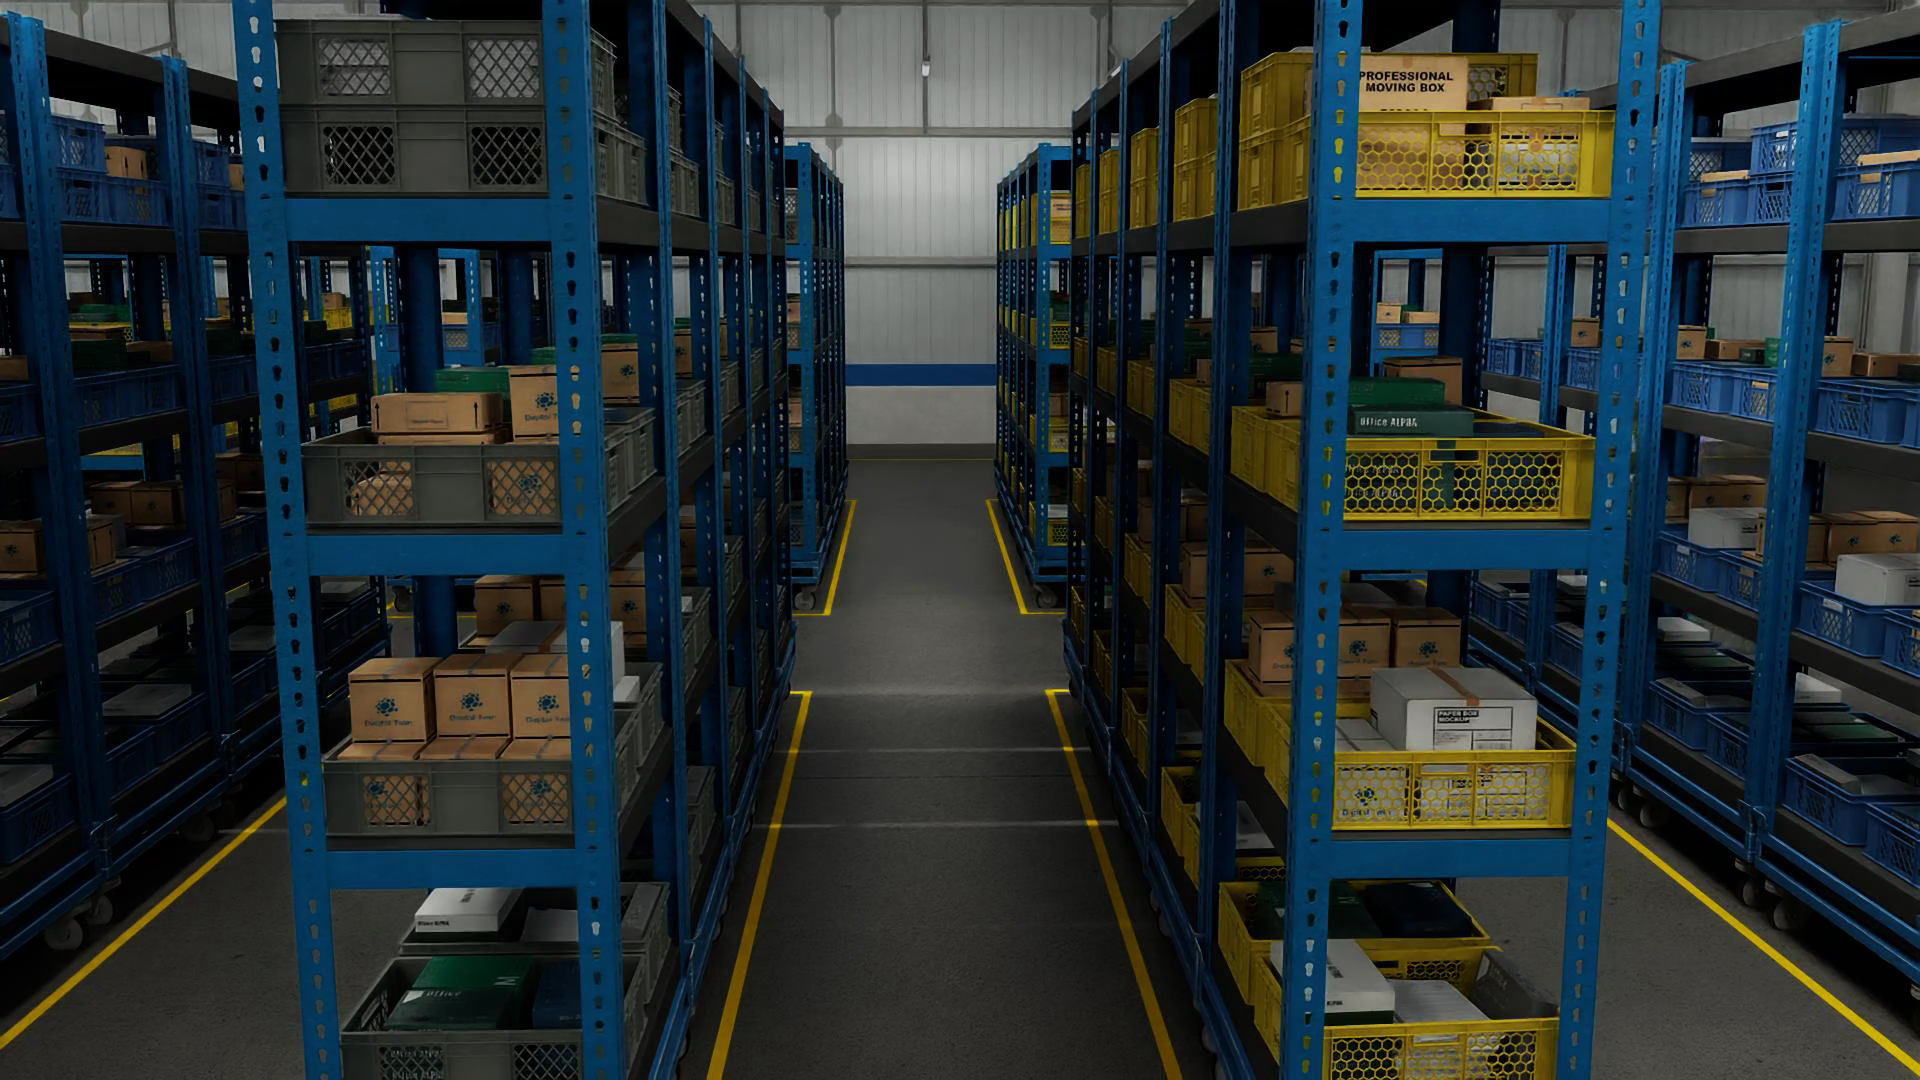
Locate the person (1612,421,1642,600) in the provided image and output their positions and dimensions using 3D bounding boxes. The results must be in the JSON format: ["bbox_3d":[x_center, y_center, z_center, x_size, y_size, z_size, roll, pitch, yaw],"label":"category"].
[{"bbox_3d":[4.542,-0.089,11.387,0.757,1.816,0.609,-2,10,-12],"label":"person"}]
